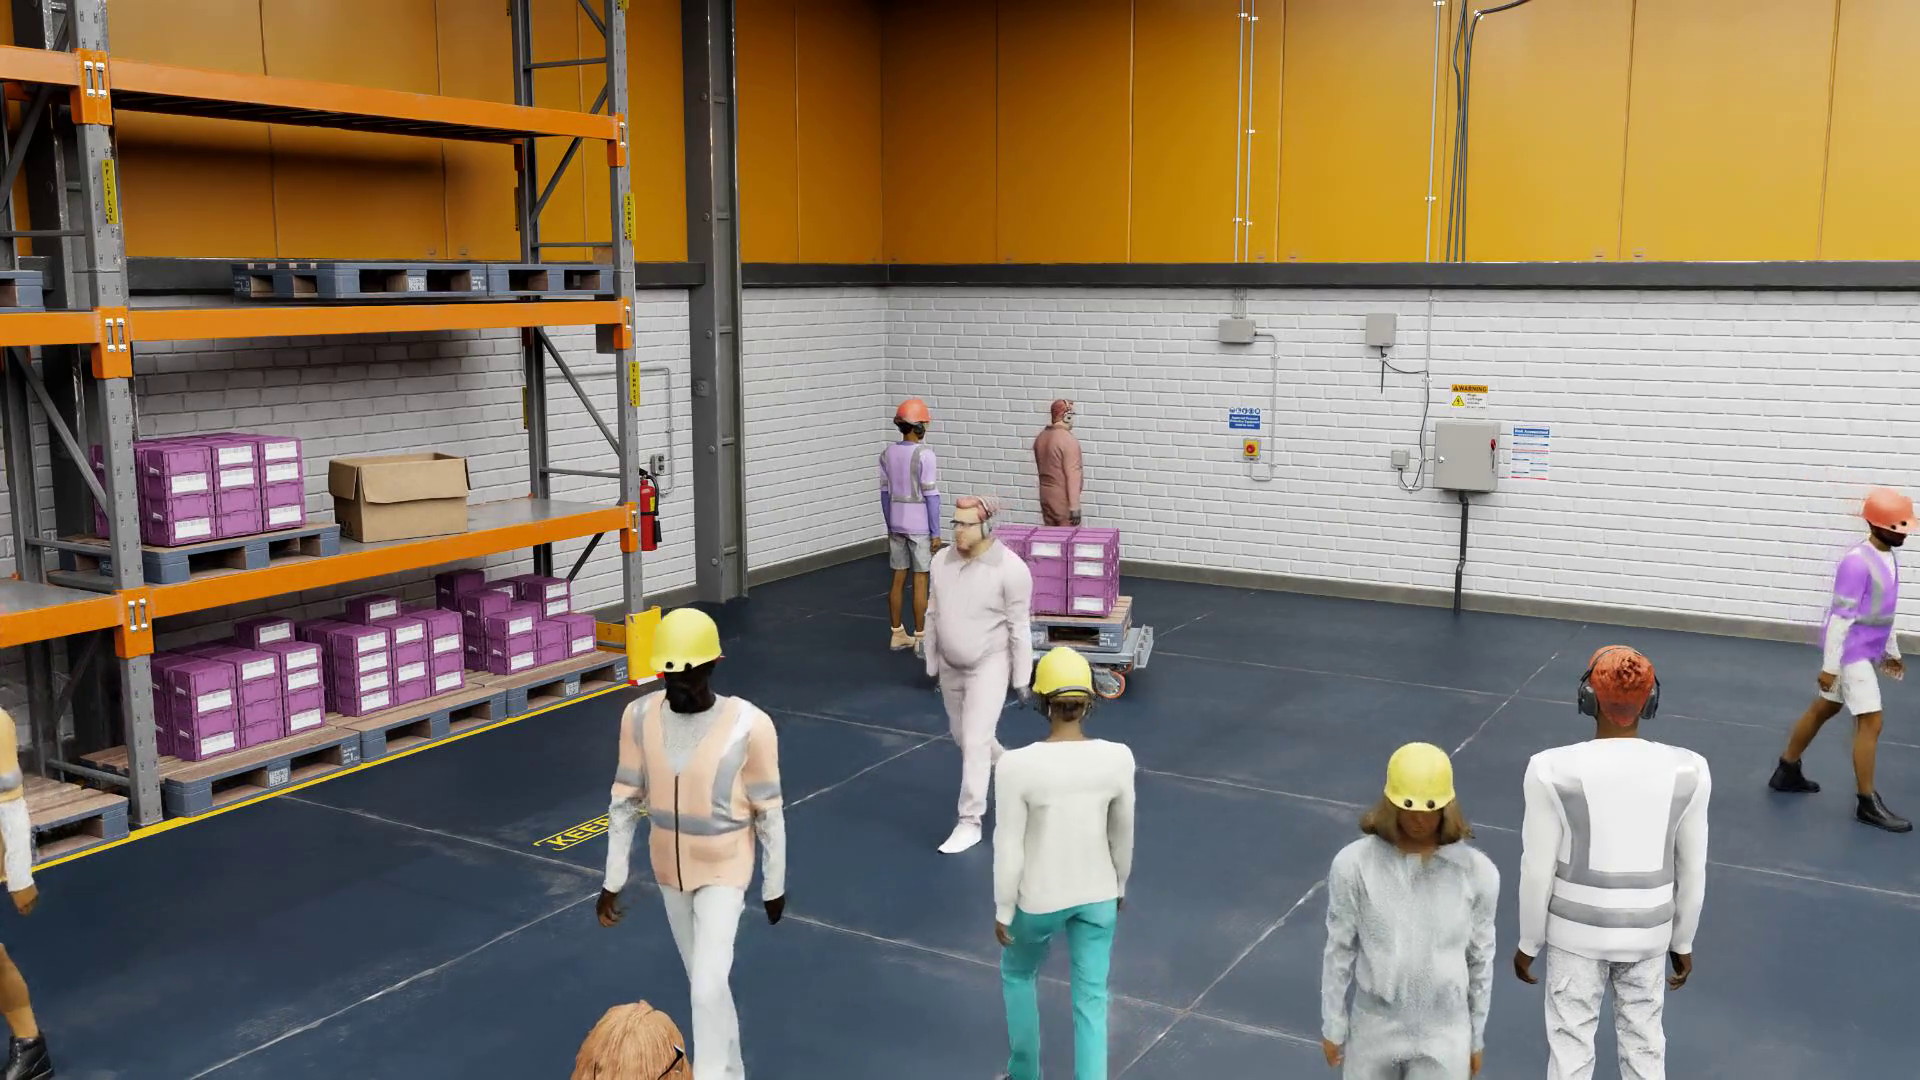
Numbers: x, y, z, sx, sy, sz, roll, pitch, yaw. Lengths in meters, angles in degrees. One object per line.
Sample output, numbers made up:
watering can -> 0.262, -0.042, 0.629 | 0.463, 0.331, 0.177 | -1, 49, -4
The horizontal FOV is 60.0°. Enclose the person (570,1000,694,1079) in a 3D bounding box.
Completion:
person -> -0.625, 1.699, 3.282 | 0.498, 1.634, 0.278 | 2, 9, 14

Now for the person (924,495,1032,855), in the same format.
person -> 0.120, 0.671, 8.972 | 0.655, 1.879, 0.867 | 7, 12, 38

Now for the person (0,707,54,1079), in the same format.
person -> -3.624, 1.164, 5.797 | 0.556, 1.899, 0.915 | 5, 10, 29

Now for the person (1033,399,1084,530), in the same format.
person -> 0.937, -0.343, 15.210 | 0.415, 1.898, 0.666 | -5, 10, -27

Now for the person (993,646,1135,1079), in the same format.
person -> 0.341, 1.229, 5.882 | 0.541, 1.744, 0.682 | -2, 9, -14

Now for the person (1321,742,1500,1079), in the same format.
person -> 1.313, 1.397, 4.903 | 0.485, 1.720, 0.672 | 2, 9, 12

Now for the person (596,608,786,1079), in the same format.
person -> -0.956, 1.175, 5.734 | 0.603, 1.893, 0.852 | 4, 10, 25

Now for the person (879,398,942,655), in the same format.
person -> -0.372, -0.107, 13.272 | 0.607, 2.047, 0.366 | 8, 12, 43

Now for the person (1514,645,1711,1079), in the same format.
person -> 2.041, 1.259, 5.261 | 0.575, 1.882, 0.355 | 0, 9, 1

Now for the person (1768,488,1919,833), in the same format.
person -> 4.974, 0.617, 9.315 | 0.837, 1.889, 0.589 | 8, 12, 41
